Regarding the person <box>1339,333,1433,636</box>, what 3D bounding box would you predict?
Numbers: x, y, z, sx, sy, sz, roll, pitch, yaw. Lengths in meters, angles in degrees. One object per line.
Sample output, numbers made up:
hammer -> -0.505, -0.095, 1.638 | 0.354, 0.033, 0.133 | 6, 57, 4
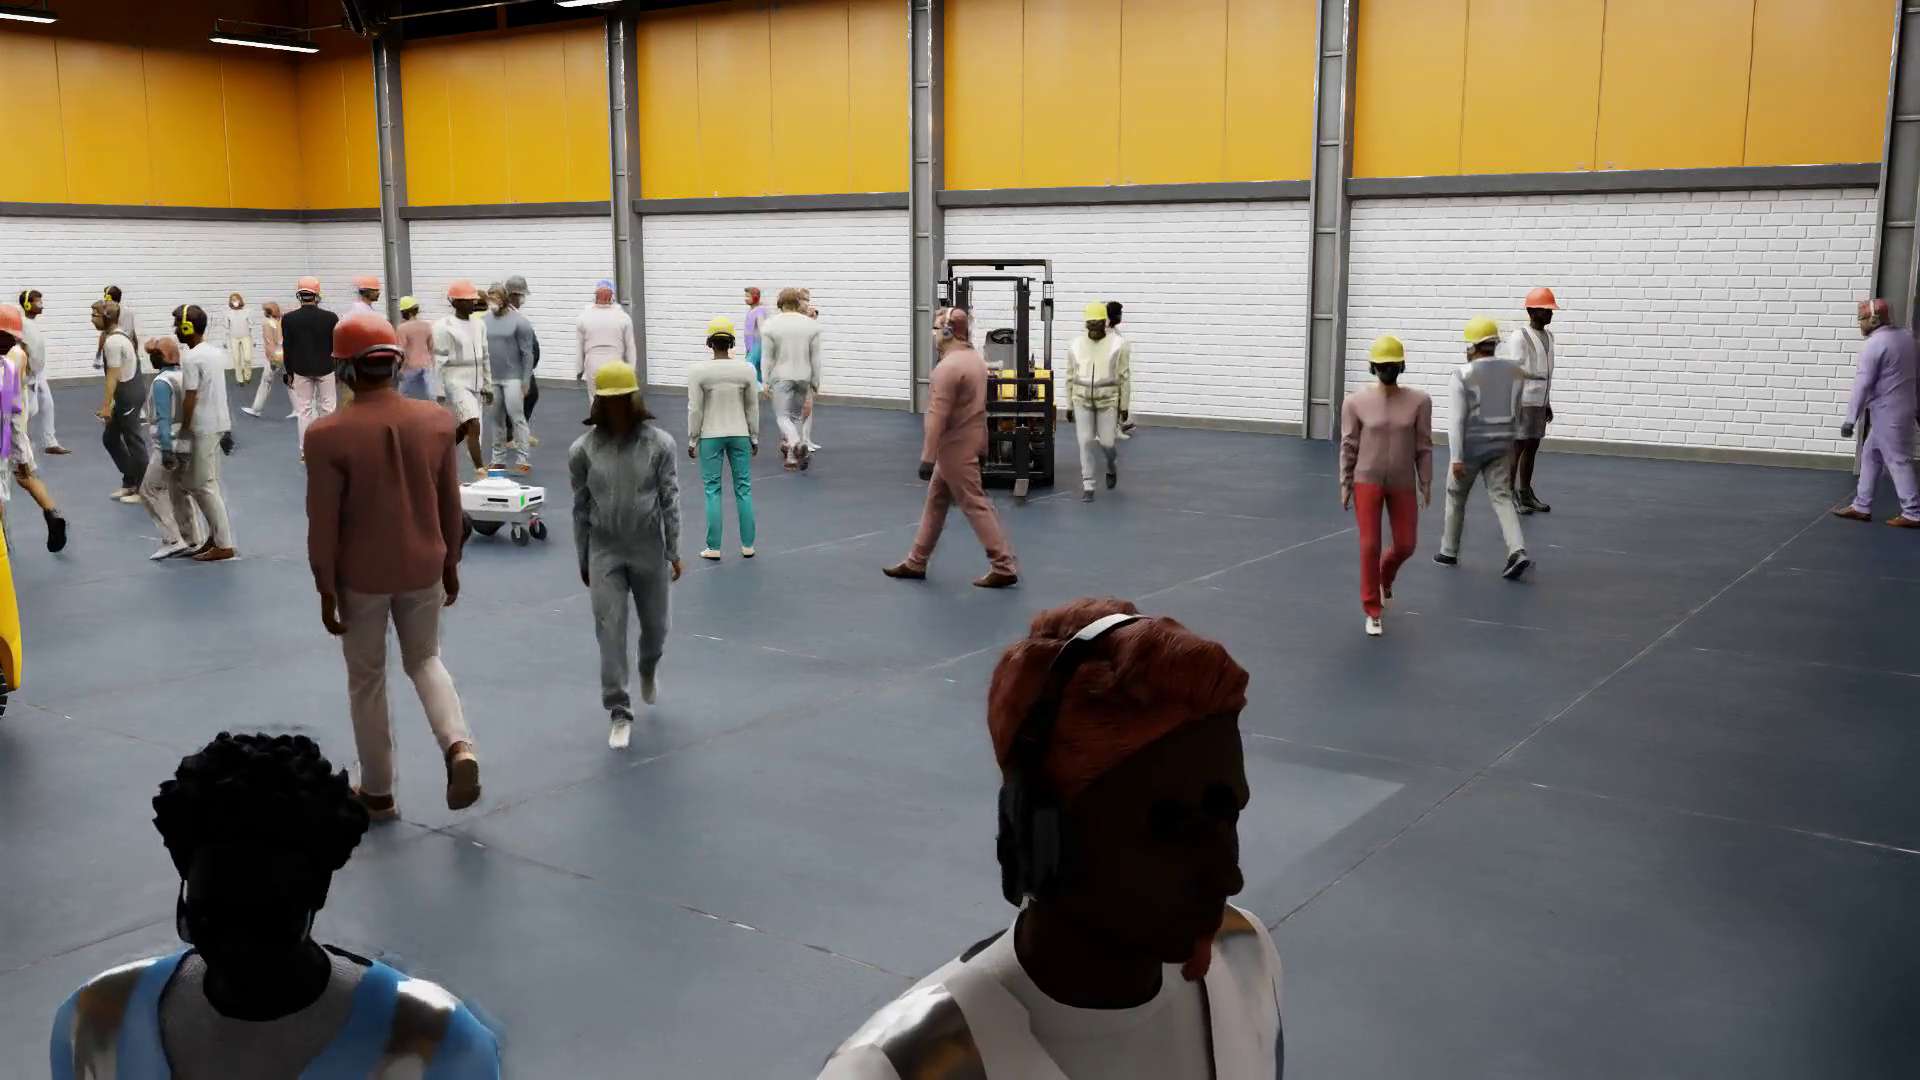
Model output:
person -> 2.473, -0.338, 9.729 | 0.535, 1.746, 0.533 | 1, 10, 4

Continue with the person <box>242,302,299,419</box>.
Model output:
person -> -9.417, -2.453, 22.751 | 0.854, 1.592, 0.544 | 1, 10, 8

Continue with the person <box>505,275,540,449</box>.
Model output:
person -> -5.088, -2.041, 19.020 | 0.591, 2.000, 0.681 | -1, 10, -4

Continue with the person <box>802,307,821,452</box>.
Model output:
person -> -1.743, -1.825, 18.934 | 0.311, 1.636, 0.523 | 1, 10, 8

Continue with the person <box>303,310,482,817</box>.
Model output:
person -> -2.156, 0.120, 6.328 | 0.627, 1.981, 0.651 | -9, 13, -42

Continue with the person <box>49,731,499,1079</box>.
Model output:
person -> -0.773, 1.004, 2.032 | 0.534, 1.660, 0.777 | 1, 10, 6

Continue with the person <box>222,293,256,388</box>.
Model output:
person -> -12.284, -3.393, 28.333 | 0.523, 1.614, 0.517 | -3, 10, -18

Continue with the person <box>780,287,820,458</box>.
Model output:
person -> -1.755, -1.805, 18.101 | 0.478, 1.879, 0.643 | 3, 10, 15

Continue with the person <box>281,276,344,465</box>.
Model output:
person -> -6.851, -1.790, 17.657 | 0.611, 1.995, 0.375 | -2, 10, -13

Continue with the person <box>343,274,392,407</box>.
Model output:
person -> -7.361, -2.302, 20.721 | 1.010, 2.004, 0.619 | -1, 10, -4

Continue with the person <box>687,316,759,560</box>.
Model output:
person -> -1.720, -0.737, 12.069 | 0.533, 1.767, 0.327 | -4, 10, -22

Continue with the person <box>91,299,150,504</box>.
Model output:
person -> -7.447, -1.214, 14.735 | 0.533, 1.823, 0.529 | -4, 10, -23

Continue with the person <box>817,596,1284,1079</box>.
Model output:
person -> 0.111, 0.980, 1.491 | 0.343, 1.883, 0.586 | 8, 13, 40

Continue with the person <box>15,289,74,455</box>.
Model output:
person -> -10.340, -1.845, 18.423 | 0.739, 1.850, 0.527 | -1, 10, -7

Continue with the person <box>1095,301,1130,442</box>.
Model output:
person -> 1.816, -1.999, 19.837 | 0.640, 1.666, 0.587 | 5, 11, 27

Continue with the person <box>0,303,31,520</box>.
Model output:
person -> -6.121, -0.533, 10.471 | 0.486, 1.892, 0.636 | 2, 10, 10

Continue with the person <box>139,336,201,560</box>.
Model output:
person -> -5.741, -0.652, 11.992 | 0.450, 1.618, 0.557 | -1, 10, -9

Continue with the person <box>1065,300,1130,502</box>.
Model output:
person -> 1.244, -1.264, 15.048 | 0.598, 1.812, 0.574 | 2, 10, 14

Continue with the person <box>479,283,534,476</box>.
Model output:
person -> -4.593, -1.610, 16.759 | 0.635, 1.936, 0.355 | 3, 10, 20

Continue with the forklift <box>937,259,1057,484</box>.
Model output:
forklift -> 0.370, -1.738, 16.759 | 1.214, 2.155, 2.313 | 1, 10, 3

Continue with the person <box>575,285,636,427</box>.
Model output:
person -> -4.039, -1.958, 18.972 | 0.675, 1.885, 0.485 | -2, 10, -10

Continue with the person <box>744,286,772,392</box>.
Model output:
person -> -2.803, -2.643, 23.295 | 0.902, 1.820, 0.577 | -3, 10, -16

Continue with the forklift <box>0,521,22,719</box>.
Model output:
forklift -> -5.296, -0.090, 6.943 | 1.214, 2.155, 2.313 | 7, 12, 35

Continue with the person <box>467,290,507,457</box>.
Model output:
person -> -5.271, -1.831, 18.357 | 0.635, 1.842, 0.429 | -5, 11, -28

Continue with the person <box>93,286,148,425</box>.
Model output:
person -> -11.153, -2.419, 21.886 | 0.961, 1.822, 0.544 | 3, 10, 15

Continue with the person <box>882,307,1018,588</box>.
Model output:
person -> -0.039, -0.608, 11.041 | 0.990, 1.857, 0.664 | 3, 10, 16

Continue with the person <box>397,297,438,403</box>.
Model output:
person -> -6.709, -2.109, 20.392 | 0.888, 1.716, 0.577 | 6, 11, 33

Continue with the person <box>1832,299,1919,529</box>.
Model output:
person -> 7.524, -1.029, 13.576 | 0.654, 1.842, 0.869 | -7, 12, -36

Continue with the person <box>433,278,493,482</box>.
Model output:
person -> -4.787, -1.493, 15.893 | 1.000, 2.008, 0.615 | 5, 11, 27

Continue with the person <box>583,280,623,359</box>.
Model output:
person -> -5.138, -2.805, 24.050 | 0.655, 1.892, 1.012 | -1, 10, -3

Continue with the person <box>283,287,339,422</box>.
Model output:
person -> -7.407, -1.963, 18.948 | 0.471, 1.913, 0.594 | 7, 12, 38

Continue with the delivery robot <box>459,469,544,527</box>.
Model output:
delivery robot -> -3.576, -0.306, 12.822 | 0.707, 0.478, 0.477 | 3, 10, 17

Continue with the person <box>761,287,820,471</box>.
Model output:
person -> -1.694, -1.609, 16.888 | 0.634, 1.906, 0.781 | -5, 11, -26

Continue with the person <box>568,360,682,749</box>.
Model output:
person -> -1.516, 0.036, 7.565 | 0.489, 1.729, 0.608 | -2, 10, -12

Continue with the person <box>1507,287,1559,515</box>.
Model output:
person -> 4.908, -1.188, 14.239 | 0.542, 1.939, 0.366 | -8, 12, -38

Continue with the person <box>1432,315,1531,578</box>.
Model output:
person -> 3.625, -0.642, 11.427 | 0.591, 1.798, 0.882 | -2, 10, -13

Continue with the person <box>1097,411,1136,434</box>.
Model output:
person -> 1.913, -2.057, 20.471 | 0.774, 1.585, 0.519 | -6, 11, -30

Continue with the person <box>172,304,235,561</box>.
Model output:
person -> -5.471, -0.760, 11.950 | 0.464, 1.851, 0.568 | -1, 10, -5

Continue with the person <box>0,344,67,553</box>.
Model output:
person -> -6.986, -0.816, 12.160 | 0.861, 1.897, 0.569 | 5, 11, 28
